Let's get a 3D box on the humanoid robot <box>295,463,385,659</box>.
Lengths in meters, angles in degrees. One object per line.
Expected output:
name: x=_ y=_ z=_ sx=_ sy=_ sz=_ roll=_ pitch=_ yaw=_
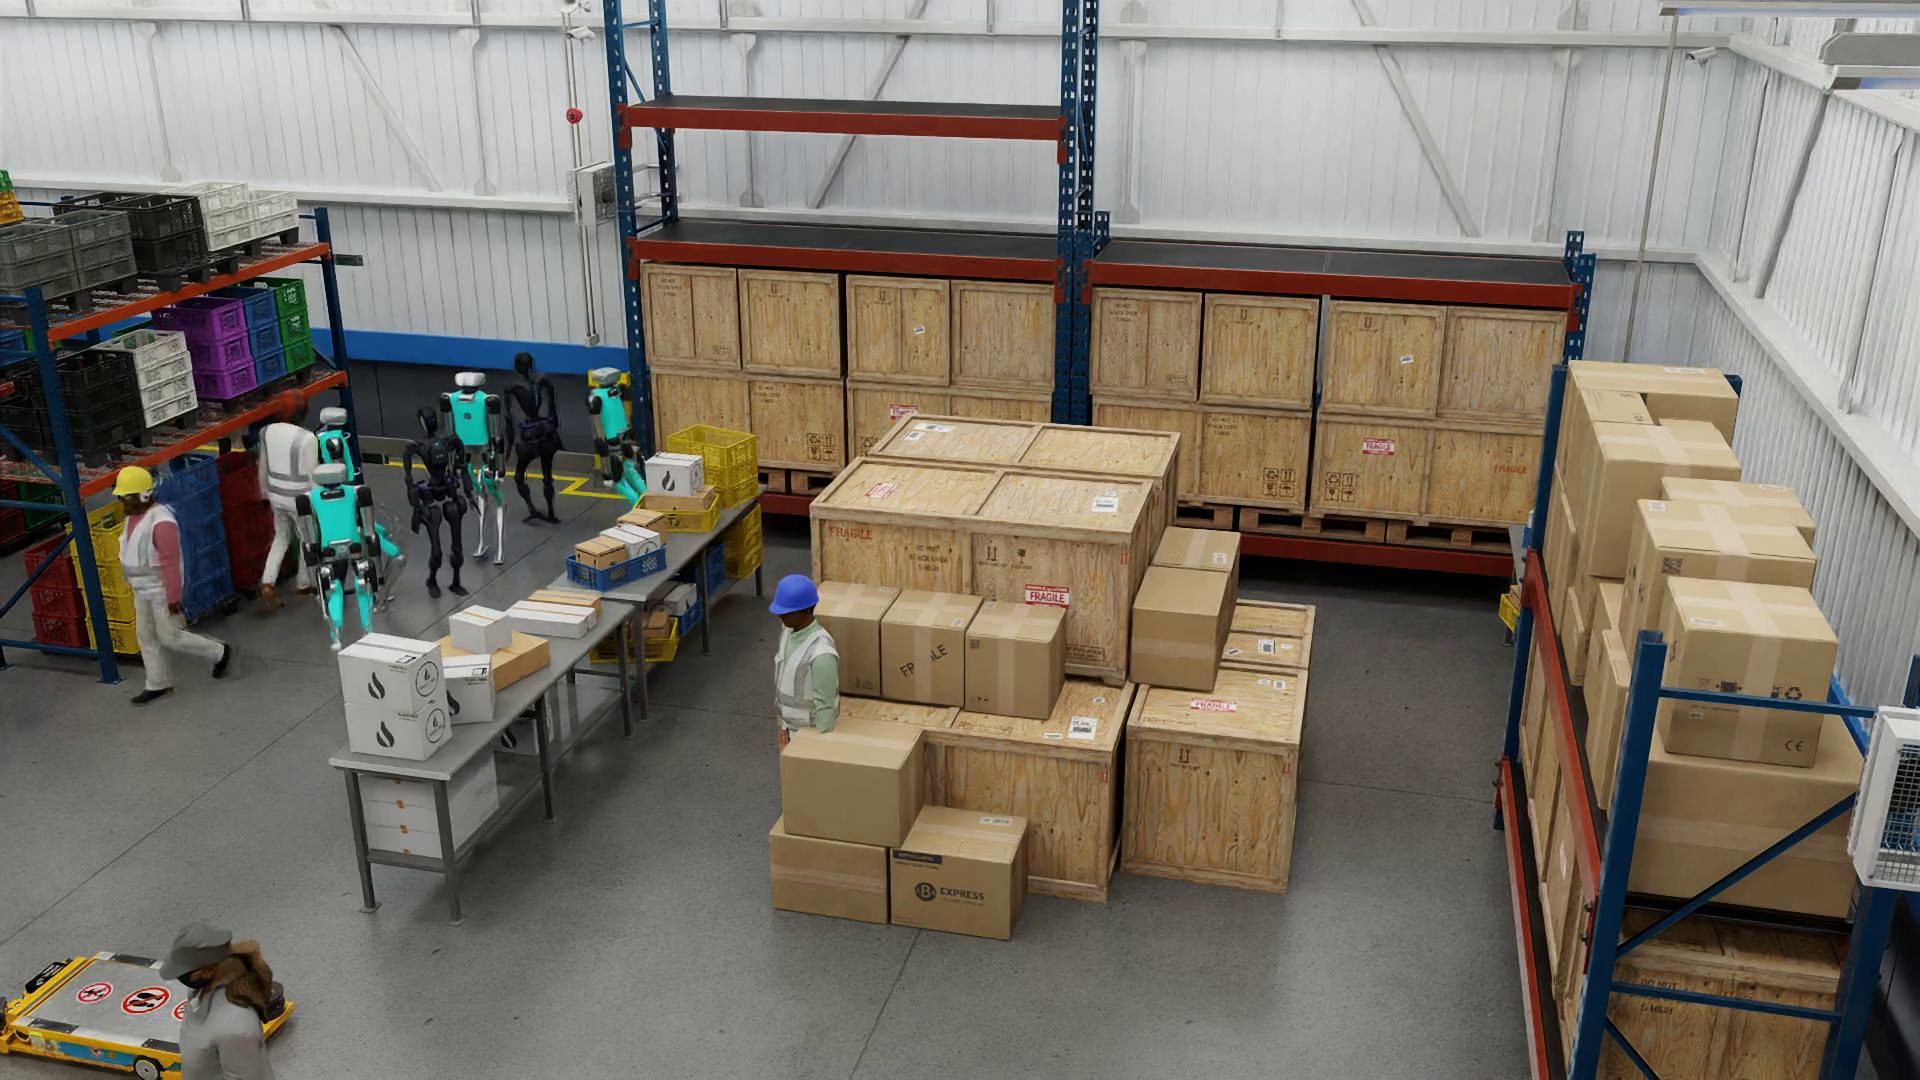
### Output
humanoid robot: x=-4.433 y=0.370 z=12.033 sx=0.542 sy=1.765 sz=0.900 roll=-8 pitch=22 yaw=-19

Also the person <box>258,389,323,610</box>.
person: x=-5.561 y=-0.315 z=13.653 sx=0.659 sy=1.852 sz=0.679 roll=9 pitch=23 yaw=23

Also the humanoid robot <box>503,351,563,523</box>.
humanoid robot: x=-3.973 y=-0.954 z=15.564 sx=0.392 sy=1.646 sz=0.583 roll=19 pitch=28 yaw=40

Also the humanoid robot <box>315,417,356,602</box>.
humanoid robot: x=-5.200 y=-0.267 z=13.786 sx=0.451 sy=1.644 sz=0.609 roll=-5 pitch=22 yaw=-13

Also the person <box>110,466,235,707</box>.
person: x=-5.787 y=0.306 z=12.084 sx=0.598 sy=1.807 sz=0.695 roll=17 pitch=27 yaw=37

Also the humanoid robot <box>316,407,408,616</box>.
humanoid robot: x=-4.818 y=-0.261 z=13.635 sx=0.698 sy=1.751 sz=0.531 roll=-9 pitch=23 yaw=-23

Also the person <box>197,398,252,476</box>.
person: x=-7.069 y=-1.349 z=16.095 sx=0.613 sy=2.040 sz=0.375 roll=-9 pitch=23 yaw=-22

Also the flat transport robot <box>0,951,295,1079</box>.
flat transport robot: x=-4.270 y=2.464 z=8.601 sx=1.431 sy=0.231 sz=0.659 roll=5 pitch=22 yaw=13

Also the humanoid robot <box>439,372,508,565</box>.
humanoid robot: x=-4.215 y=-0.691 z=14.712 sx=0.548 sy=1.746 sz=0.679 roll=0 pitch=21 yaw=1

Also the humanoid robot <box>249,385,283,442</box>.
humanoid robot: x=-6.602 y=-1.088 z=15.923 sx=0.332 sy=1.655 sz=0.601 roll=-1 pitch=21 yaw=-4

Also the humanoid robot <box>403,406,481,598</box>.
humanoid robot: x=-4.326 y=-0.321 z=13.908 sx=0.589 sy=1.654 sz=0.336 roll=-17 pitch=27 yaw=-38

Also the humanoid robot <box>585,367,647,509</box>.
humanoid robot: x=-2.822 y=-0.615 z=14.612 sx=0.790 sy=1.785 sz=0.529 roll=7 pitch=22 yaw=18

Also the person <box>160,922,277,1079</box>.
person: x=-2.966 y=2.324 z=6.870 sx=0.401 sy=1.764 sz=0.561 roll=-13 pitch=25 yaw=-31

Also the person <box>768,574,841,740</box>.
person: x=-0.909 y=1.097 z=9.844 sx=0.410 sy=1.939 sz=0.603 roll=-10 pitch=23 yaw=-24
